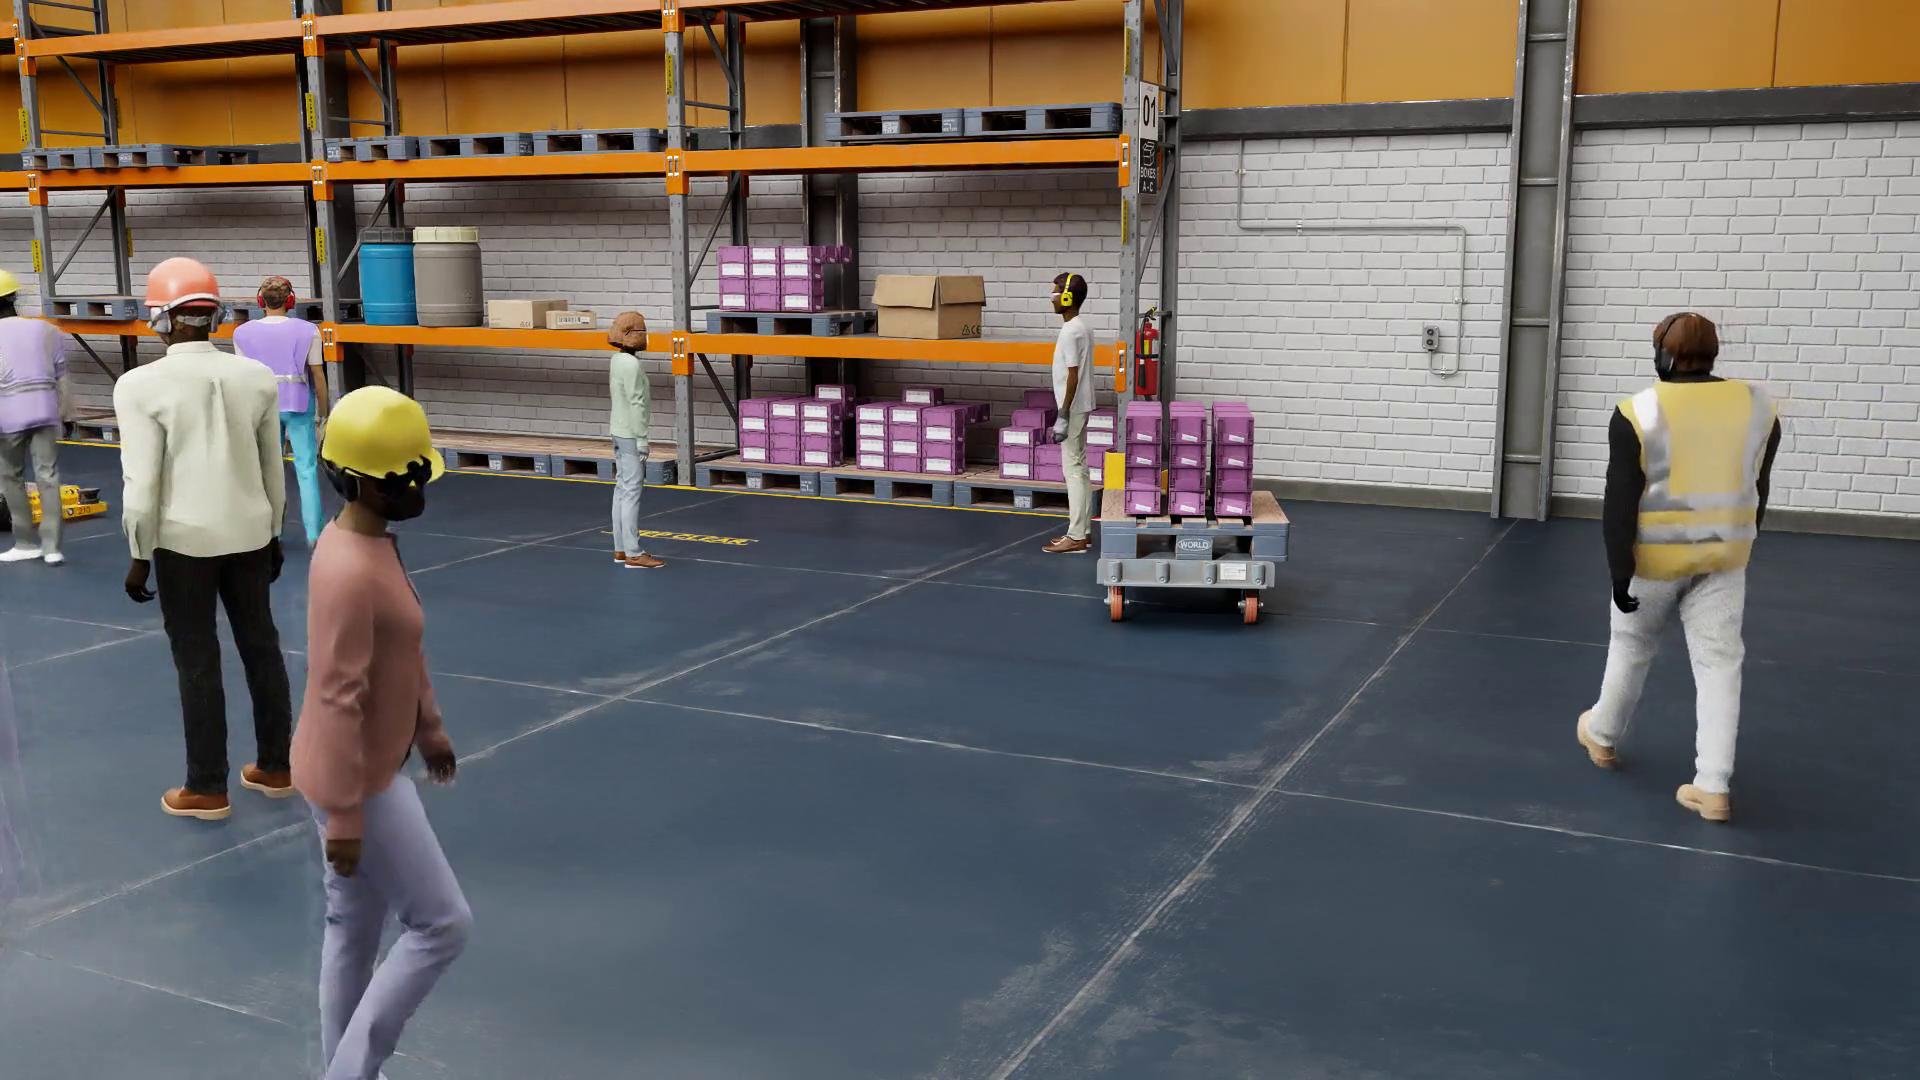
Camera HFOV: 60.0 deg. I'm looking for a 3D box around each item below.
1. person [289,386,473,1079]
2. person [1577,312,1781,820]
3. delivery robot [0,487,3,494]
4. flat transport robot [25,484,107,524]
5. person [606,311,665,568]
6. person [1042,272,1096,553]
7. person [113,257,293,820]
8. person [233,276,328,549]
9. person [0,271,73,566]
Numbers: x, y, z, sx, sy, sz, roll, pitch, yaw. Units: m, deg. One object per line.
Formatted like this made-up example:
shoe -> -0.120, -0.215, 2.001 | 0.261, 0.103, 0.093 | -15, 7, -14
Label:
person -> -1.268, 0.521, 3.664 | 0.389, 1.734, 0.553 | -4, 11, -21
person -> 2.659, 0.063, 6.163 | 0.635, 1.792, 0.945 | 0, 10, 3
delivery robot -> -7.036, -0.326, 11.661 | 0.477, 0.478, 0.707 | -1, 10, -5
flat transport robot -> -7.261, -0.297, 12.575 | 1.431, 0.197, 0.652 | 4, 11, 21
person -> -2.094, -0.641, 10.646 | 0.280, 1.634, 0.498 | -5, 11, -25
person -> 0.736, -0.845, 11.135 | 0.326, 1.874, 0.519 | 3, 10, 17
person -> -2.702, -0.002, 5.953 | 0.395, 1.994, 0.612 | 7, 12, 33
person -> -4.541, -0.839, 11.174 | 0.565, 1.846, 0.390 | -2, 10, -13
person -> -5.993, -0.778, 10.668 | 0.572, 1.896, 0.697 | 7, 12, 37
